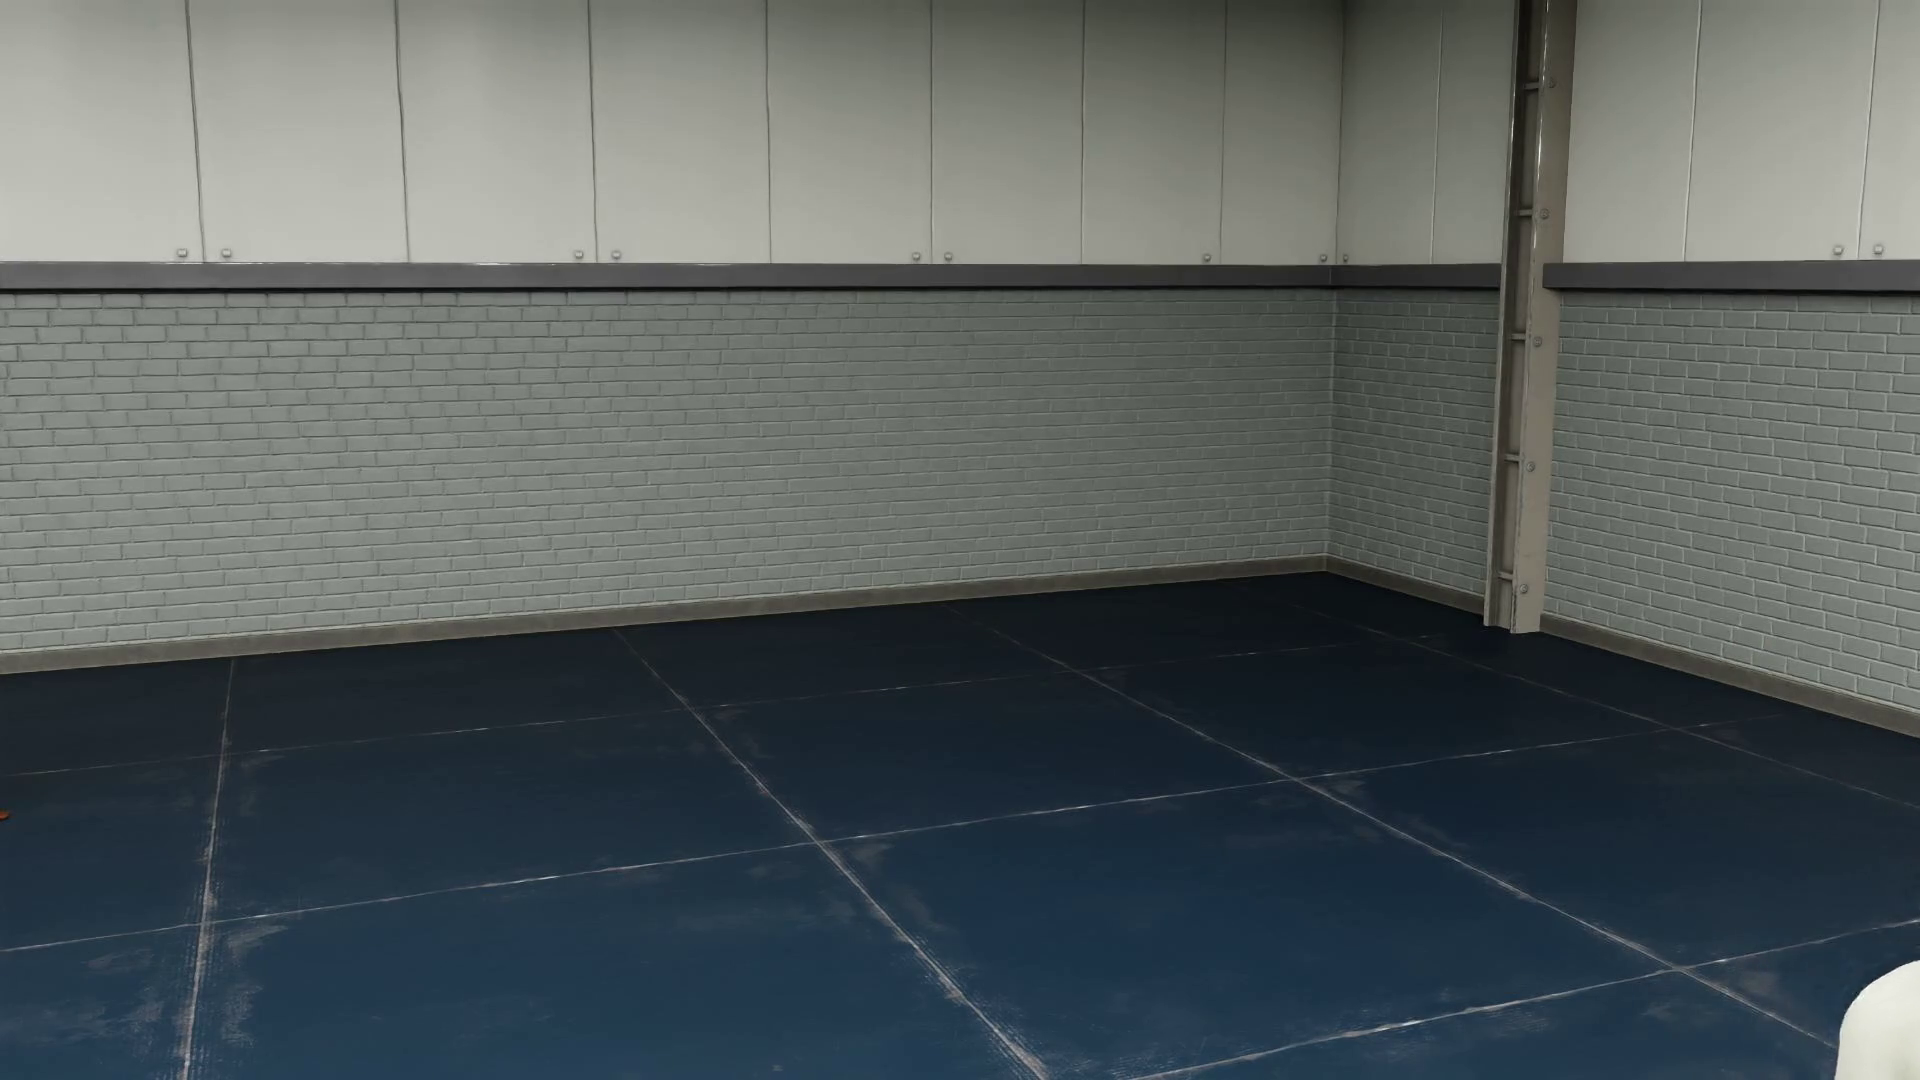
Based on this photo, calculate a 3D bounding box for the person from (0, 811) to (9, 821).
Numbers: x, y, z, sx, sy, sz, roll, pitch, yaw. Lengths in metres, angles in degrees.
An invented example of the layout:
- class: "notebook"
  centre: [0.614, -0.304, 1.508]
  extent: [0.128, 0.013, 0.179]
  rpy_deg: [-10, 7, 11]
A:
- class: "person"
  centre: [-5.585, 0.622, 9.230]
  extent: [0.407, 1.910, 0.639]
  rpy_deg: [-7, 11, -38]

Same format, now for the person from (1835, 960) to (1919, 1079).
- class: "person"
  centre: [2.145, 1.502, 3.745]
  extent: [0.624, 1.912, 1.096]
  rpy_deg: [0, 9, -2]
